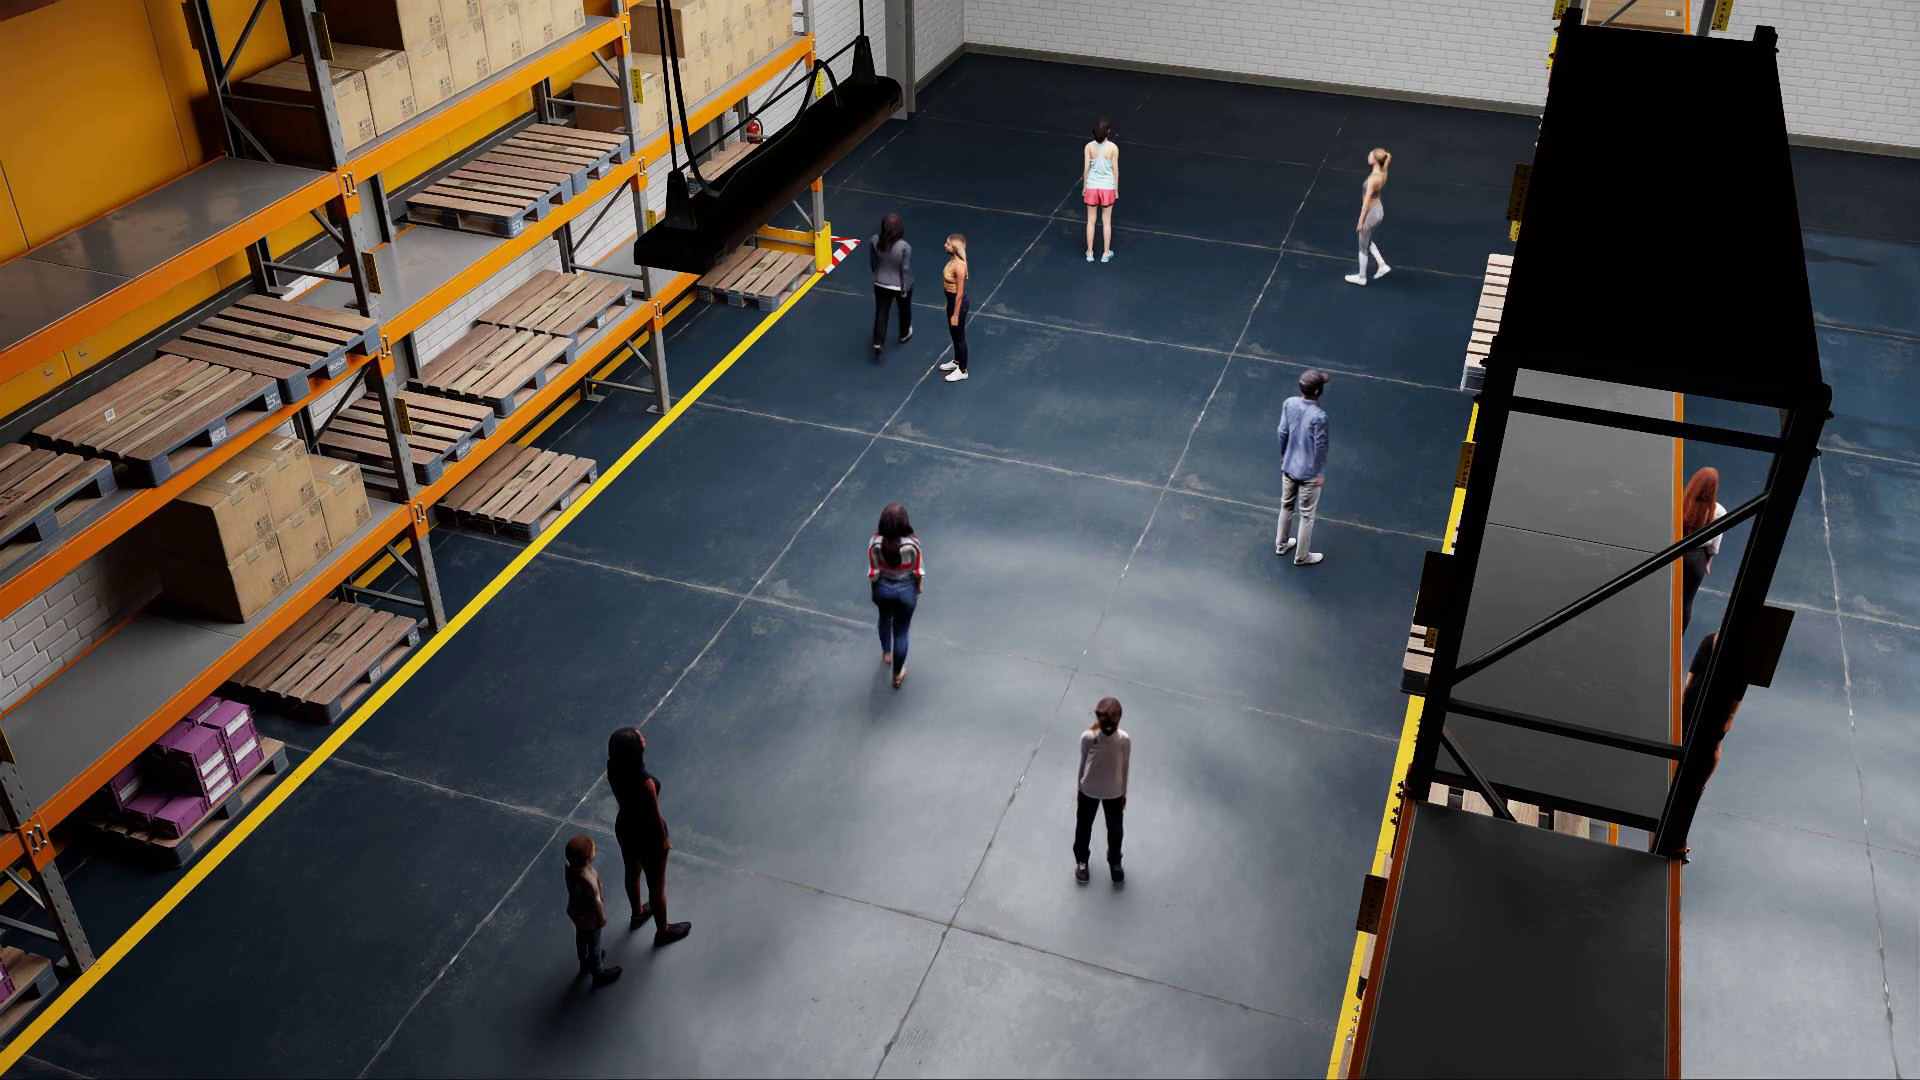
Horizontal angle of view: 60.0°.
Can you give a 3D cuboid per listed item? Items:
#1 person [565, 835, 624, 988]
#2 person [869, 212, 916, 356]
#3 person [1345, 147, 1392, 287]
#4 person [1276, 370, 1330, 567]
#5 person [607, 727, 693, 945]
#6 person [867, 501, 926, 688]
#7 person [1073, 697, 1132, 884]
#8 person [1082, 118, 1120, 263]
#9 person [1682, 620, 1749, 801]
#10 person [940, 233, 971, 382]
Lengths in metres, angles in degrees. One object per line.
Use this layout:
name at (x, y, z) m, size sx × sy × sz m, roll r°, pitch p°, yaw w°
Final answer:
person at (-2.397, 2.363, 10.648) m, size 0.571 × 1.193 × 0.543 m, roll -26°, pitch 42°, yaw -33°
person at (-0.767, -2.748, 17.993) m, size 0.645 × 1.574 × 1.000 m, roll 11°, pitch 35°, yaw 16°
person at (4.871, -3.744, 19.380) m, size 0.753 × 1.696 × 0.753 m, roll 21°, pitch 39°, yaw 29°
person at (3.001, -0.644, 14.545) m, size 0.761 × 1.887 × 0.744 m, roll -22°, pitch 40°, yaw -30°
person at (-2.078, 1.909, 10.835) m, size 0.657 × 1.741 × 0.636 m, roll 25°, pitch 41°, yaw 33°
person at (-0.524, 0.457, 13.150) m, size 0.656 × 1.597 × 0.741 m, roll 6°, pitch 34°, yaw 9°
person at (0.973, 1.684, 11.341) m, size 0.575 × 1.557 × 0.591 m, roll 2°, pitch 34°, yaw 4°
person at (1.689, -4.218, 20.033) m, size 0.627 × 1.764 × 0.593 m, roll 6°, pitch 34°, yaw 9°
person at (5.396, 1.198, 11.964) m, size 0.647 × 1.675 × 0.620 m, roll -21°, pitch 39°, yaw -28°
person at (-0.032, -2.467, 17.520) m, size 0.714 × 1.629 × 0.609 m, roll -5°, pitch 34°, yaw -8°
